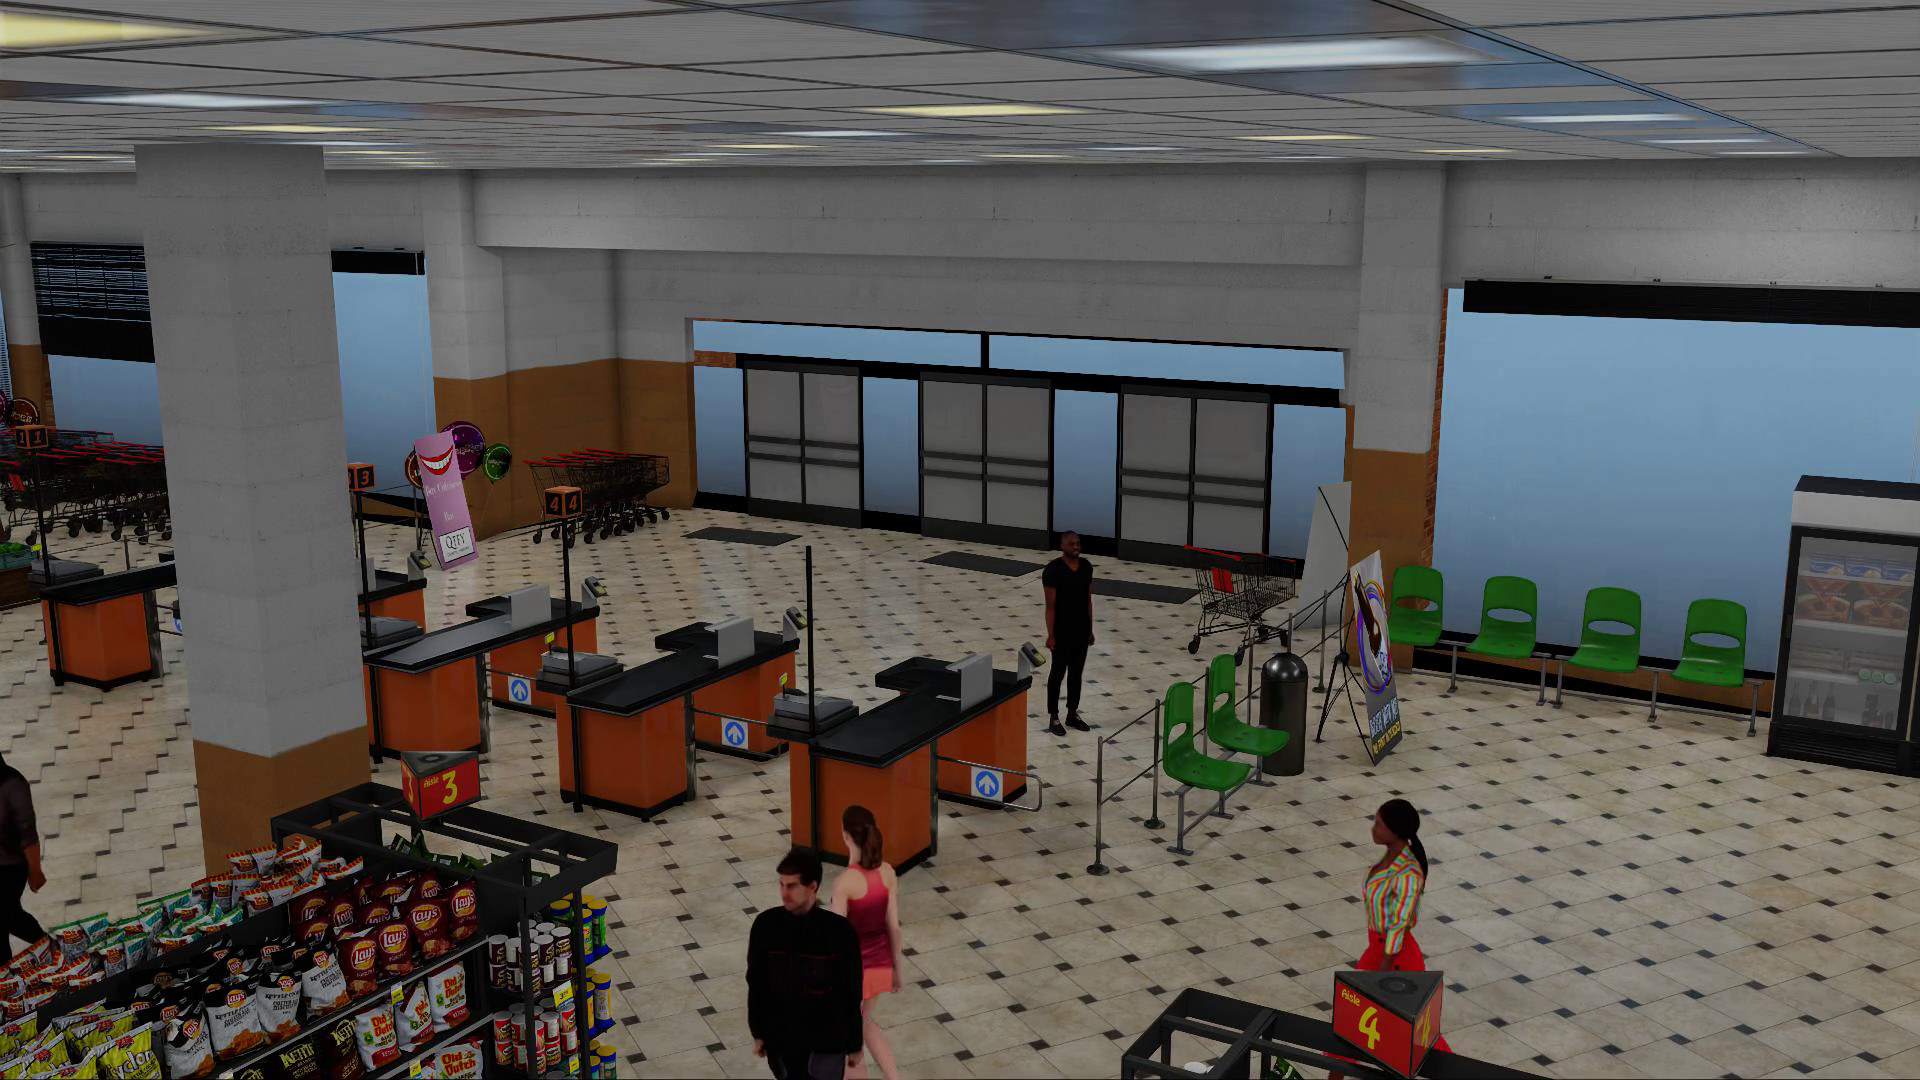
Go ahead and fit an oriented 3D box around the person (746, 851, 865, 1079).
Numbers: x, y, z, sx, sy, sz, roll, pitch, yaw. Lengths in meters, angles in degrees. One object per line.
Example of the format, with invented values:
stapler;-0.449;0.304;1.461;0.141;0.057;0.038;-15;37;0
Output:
person;-0.669;2.289;7.715;0.837;1.799;1.218;5;13;22

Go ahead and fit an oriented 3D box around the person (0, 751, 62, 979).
person;-5.483;1.908;9.562;0.951;1.783;1.294;1;12;7

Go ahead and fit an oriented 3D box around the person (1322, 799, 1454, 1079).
person;2.274;2.182;8.351;1.058;1.746;1.161;0;12;-1

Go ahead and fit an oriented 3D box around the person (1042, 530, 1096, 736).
person;0.963;0.802;14.726;0.672;1.819;0.806;-7;14;-30

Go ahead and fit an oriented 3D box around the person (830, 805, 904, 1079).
person;-0.432;2.196;8.302;0.716;1.739;0.687;10;16;41
